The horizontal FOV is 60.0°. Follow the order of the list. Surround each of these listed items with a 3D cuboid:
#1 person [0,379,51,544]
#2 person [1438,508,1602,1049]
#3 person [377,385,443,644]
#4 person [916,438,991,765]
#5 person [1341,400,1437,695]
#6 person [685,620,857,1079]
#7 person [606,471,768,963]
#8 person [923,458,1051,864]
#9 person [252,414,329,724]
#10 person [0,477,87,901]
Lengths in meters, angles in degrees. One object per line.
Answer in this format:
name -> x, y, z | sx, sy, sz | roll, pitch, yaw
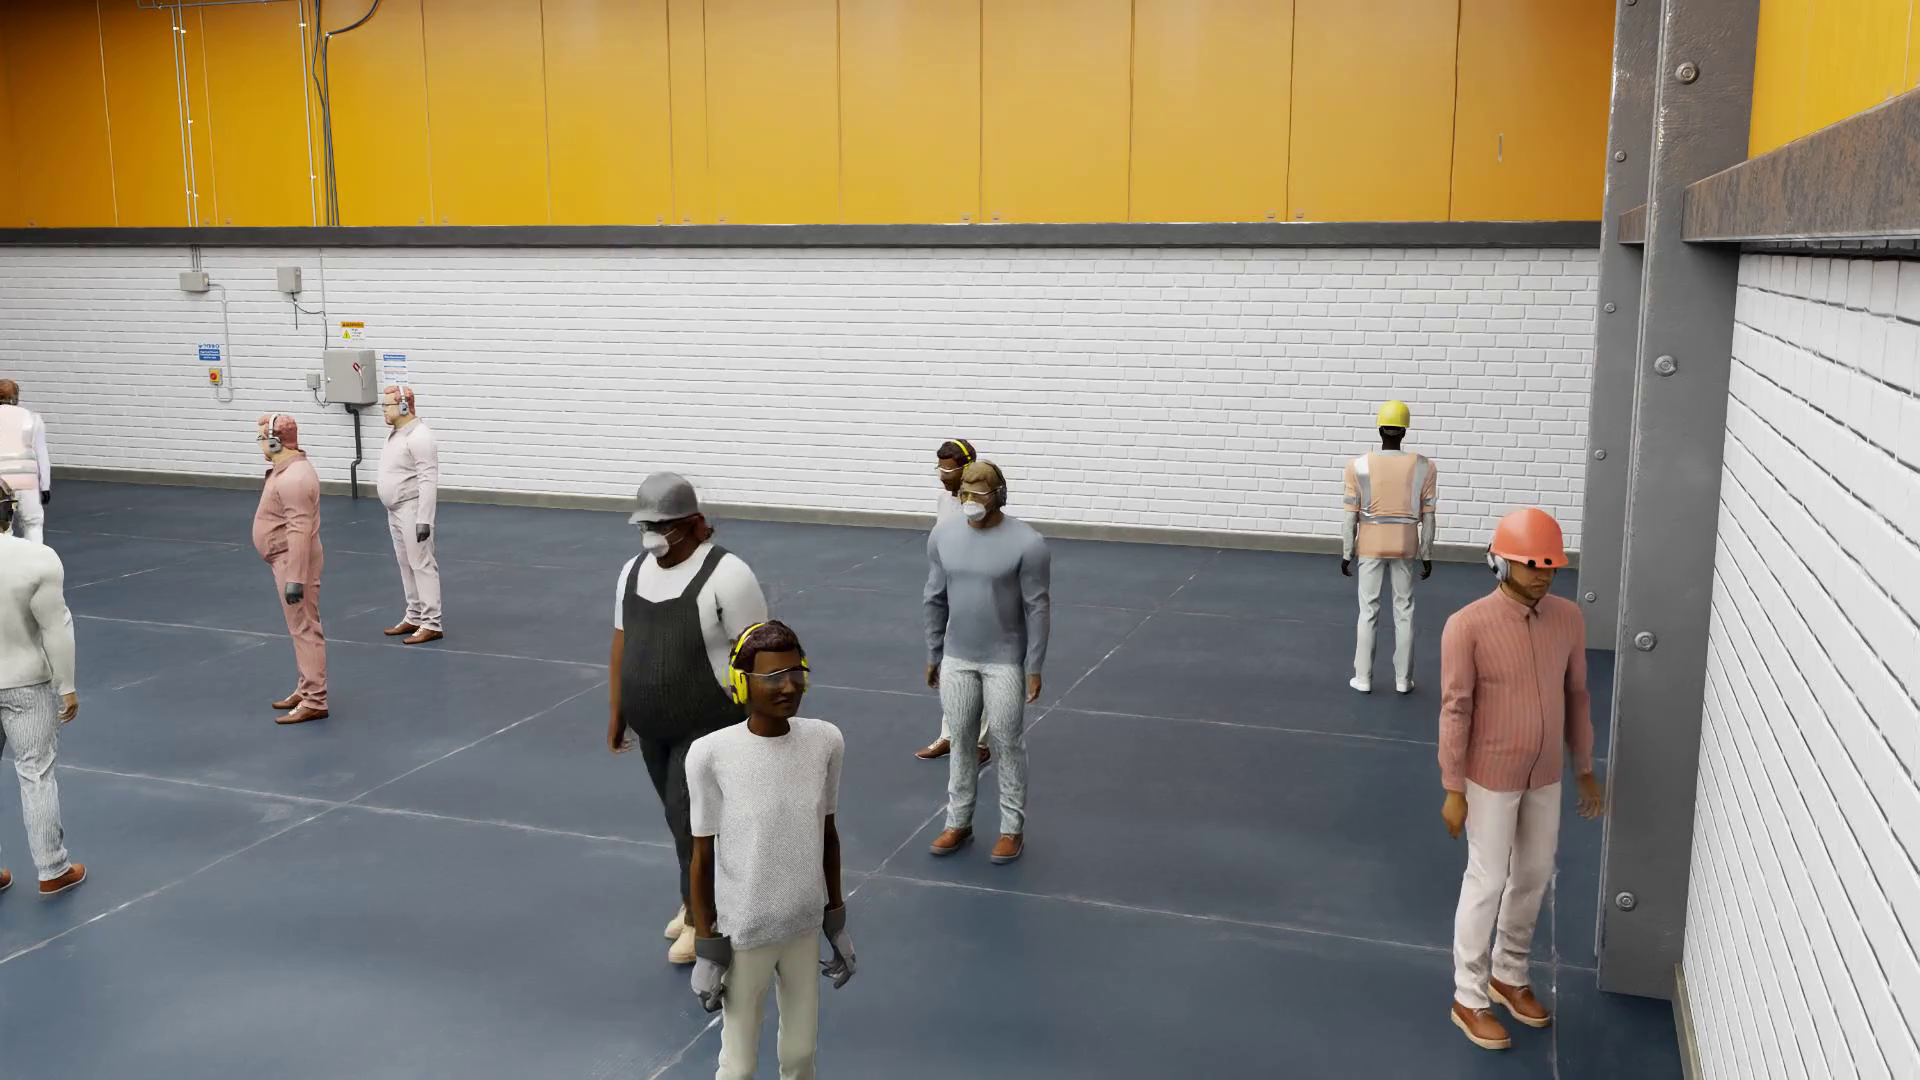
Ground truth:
person -> -8.023, -0.445, 14.039 | 0.632, 1.802, 0.658 | -6, 12, -30
person -> 2.043, 0.857, 6.132 | 0.643, 1.988, 0.405 | -4, 11, -23
person -> -4.083, -0.191, 12.273 | 0.403, 1.906, 0.652 | -8, 13, -37
person -> -0.004, 0.359, 9.310 | 0.326, 1.862, 0.519 | -8, 13, -39
person -> 2.783, 0.054, 10.834 | 0.594, 1.926, 0.366 | 1, 10, 7
person -> -0.538, 1.148, 4.821 | 0.513, 1.877, 0.328 | -7, 12, -33
person -> -1.187, 0.708, 6.834 | 0.716, 2.000, 0.673 | 6, 12, 32
person -> 0.115, 0.570, 7.903 | 0.635, 1.936, 0.356 | 5, 11, 25
person -> -4.124, 0.173, 10.239 | 0.401, 1.904, 0.640 | -4, 11, -21
person -> -4.258, 0.661, 7.388 | 0.635, 1.936, 0.352 | -2, 10, -10
